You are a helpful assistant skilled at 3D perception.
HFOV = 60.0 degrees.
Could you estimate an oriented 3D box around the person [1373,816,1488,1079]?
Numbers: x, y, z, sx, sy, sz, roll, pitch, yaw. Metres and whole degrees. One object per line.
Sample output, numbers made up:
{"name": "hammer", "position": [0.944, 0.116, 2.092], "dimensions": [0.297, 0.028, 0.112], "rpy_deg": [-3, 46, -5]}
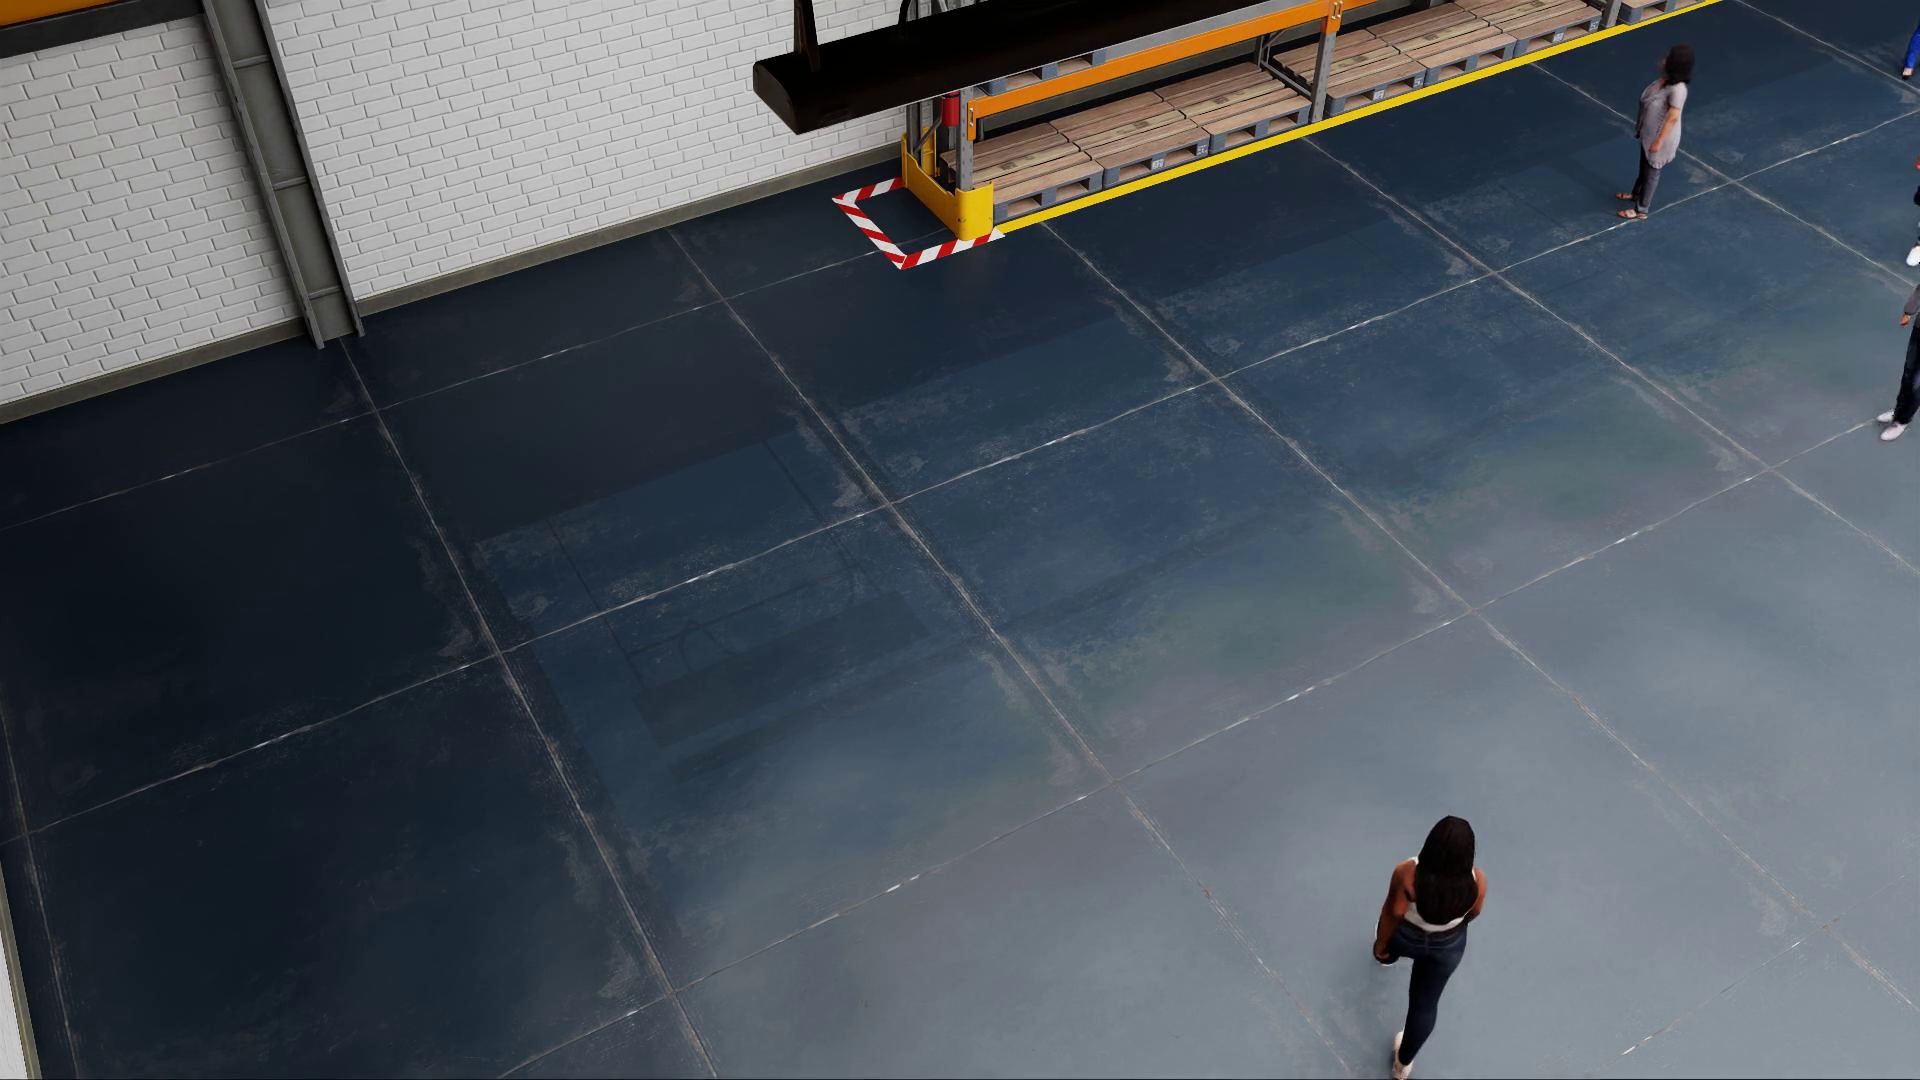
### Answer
{"name": "person", "position": [2.384, 2.135, 8.554], "dimensions": [1.149, 1.764, 1.197], "rpy_deg": [10, 44, 10]}

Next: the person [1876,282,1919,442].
{"name": "person", "position": [7.365, -1.602, 12.410], "dimensions": [0.728, 1.856, 0.747], "rpy_deg": [-17, 46, -17]}

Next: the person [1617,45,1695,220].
{"name": "person", "position": [6.194, -3.624, 14.711], "dimensions": [0.827, 1.611, 0.769], "rpy_deg": [9, 44, 9]}
